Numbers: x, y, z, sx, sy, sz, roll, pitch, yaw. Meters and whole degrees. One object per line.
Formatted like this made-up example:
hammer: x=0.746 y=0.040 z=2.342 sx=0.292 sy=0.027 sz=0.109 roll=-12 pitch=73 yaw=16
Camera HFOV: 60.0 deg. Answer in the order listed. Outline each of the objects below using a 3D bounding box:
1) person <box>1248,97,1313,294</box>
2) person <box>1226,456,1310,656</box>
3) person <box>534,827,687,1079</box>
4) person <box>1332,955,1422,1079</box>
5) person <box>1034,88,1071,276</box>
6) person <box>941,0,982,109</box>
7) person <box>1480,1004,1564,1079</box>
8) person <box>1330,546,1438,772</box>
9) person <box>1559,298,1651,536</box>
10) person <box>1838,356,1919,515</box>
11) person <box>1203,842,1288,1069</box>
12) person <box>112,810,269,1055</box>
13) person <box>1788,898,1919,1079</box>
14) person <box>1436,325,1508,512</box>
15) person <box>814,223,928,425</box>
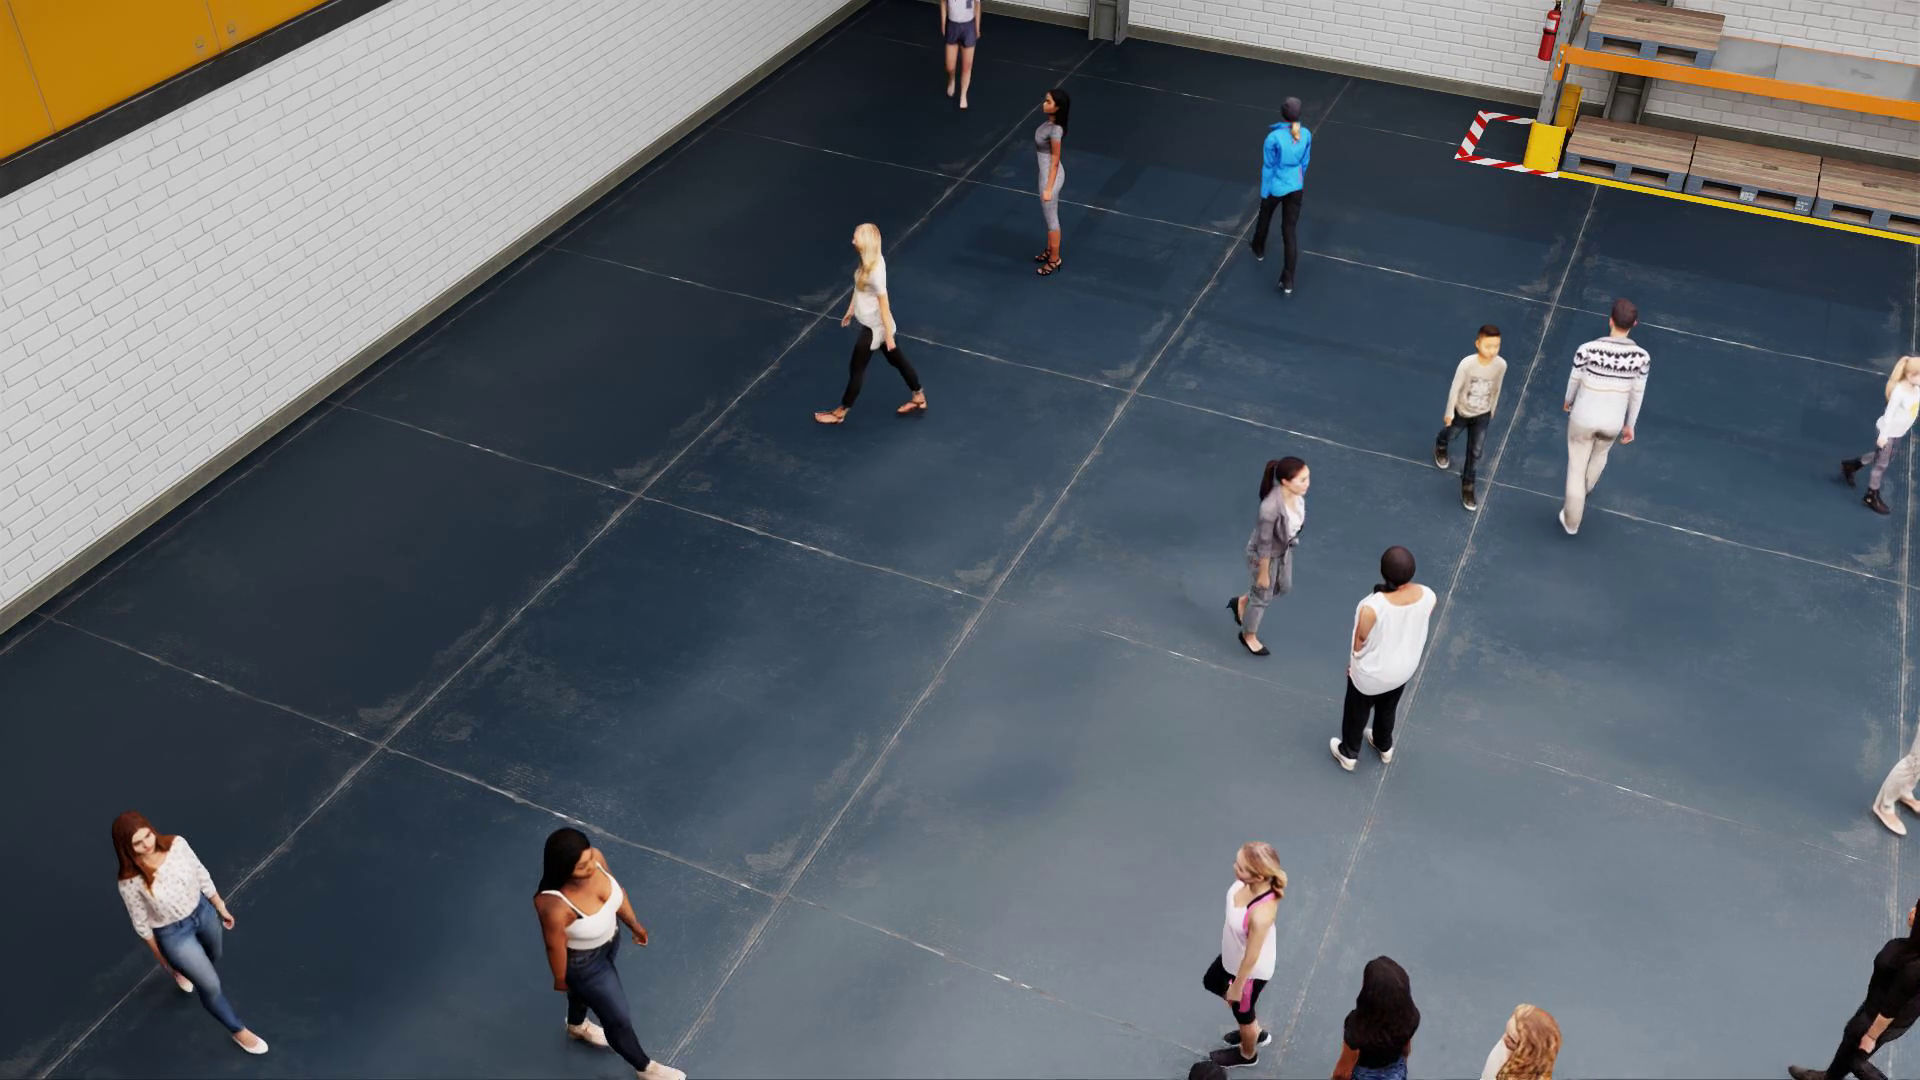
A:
person: x=2.955 y=-3.083 z=15.016 sx=1.201 sy=1.747 sz=1.104 roll=-5 pitch=39 yaw=-6
person: x=2.005 y=0.076 z=11.134 sx=0.743 sy=1.655 sz=0.698 roll=25 pitch=45 yaw=28
person: x=-1.990 y=2.079 z=8.528 sx=1.055 sy=1.777 sz=0.734 roll=10 pitch=40 yaw=12
person: x=1.983 y=2.664 z=7.839 sx=0.866 sy=1.722 sz=0.912 roll=-10 pitch=40 yaw=-13
person: x=0.838 y=-3.281 z=15.239 sx=0.656 sy=1.779 sz=0.661 roll=1 pitch=39 yaw=1
person: x=0.005 y=-5.585 z=18.233 sx=0.711 sy=1.642 sz=0.781 roll=-1 pitch=39 yaw=-1
person: x=2.580 y=2.743 z=7.735 sx=1.062 sy=1.729 sz=0.865 roll=-1 pitch=39 yaw=-1
person: x=2.600 y=0.731 z=10.289 sx=0.758 sy=1.686 sz=0.821 roll=-12 pitch=40 yaw=-15
person: x=4.656 y=-0.830 z=12.128 sx=1.044 sy=1.831 sz=0.951 roll=3 pitch=39 yaw=4
person: x=7.013 y=-0.851 z=12.603 sx=0.699 sy=1.271 sz=0.834 roll=-25 pitch=45 yaw=-28
person: x=1.558 y=2.142 z=8.450 sx=0.736 sy=1.776 sz=0.721 roll=4 pitch=39 yaw=5
person: x=-4.110 y=1.982 z=8.704 sx=1.043 sy=1.709 sz=0.592 roll=18 pitch=42 yaw=21
person: x=4.678 y=2.388 z=8.261 sx=0.768 sy=1.626 sz=0.990 roll=-32 pitch=48 yaw=-33
person: x=3.872 y=-1.027 z=12.688 sx=1.017 sy=1.438 sz=0.919 roll=0 pitch=39 yaw=0
person: x=-0.574 y=-1.707 z=13.268 sx=1.232 sy=1.778 sz=1.039 roll=-6 pitch=39 yaw=-7
